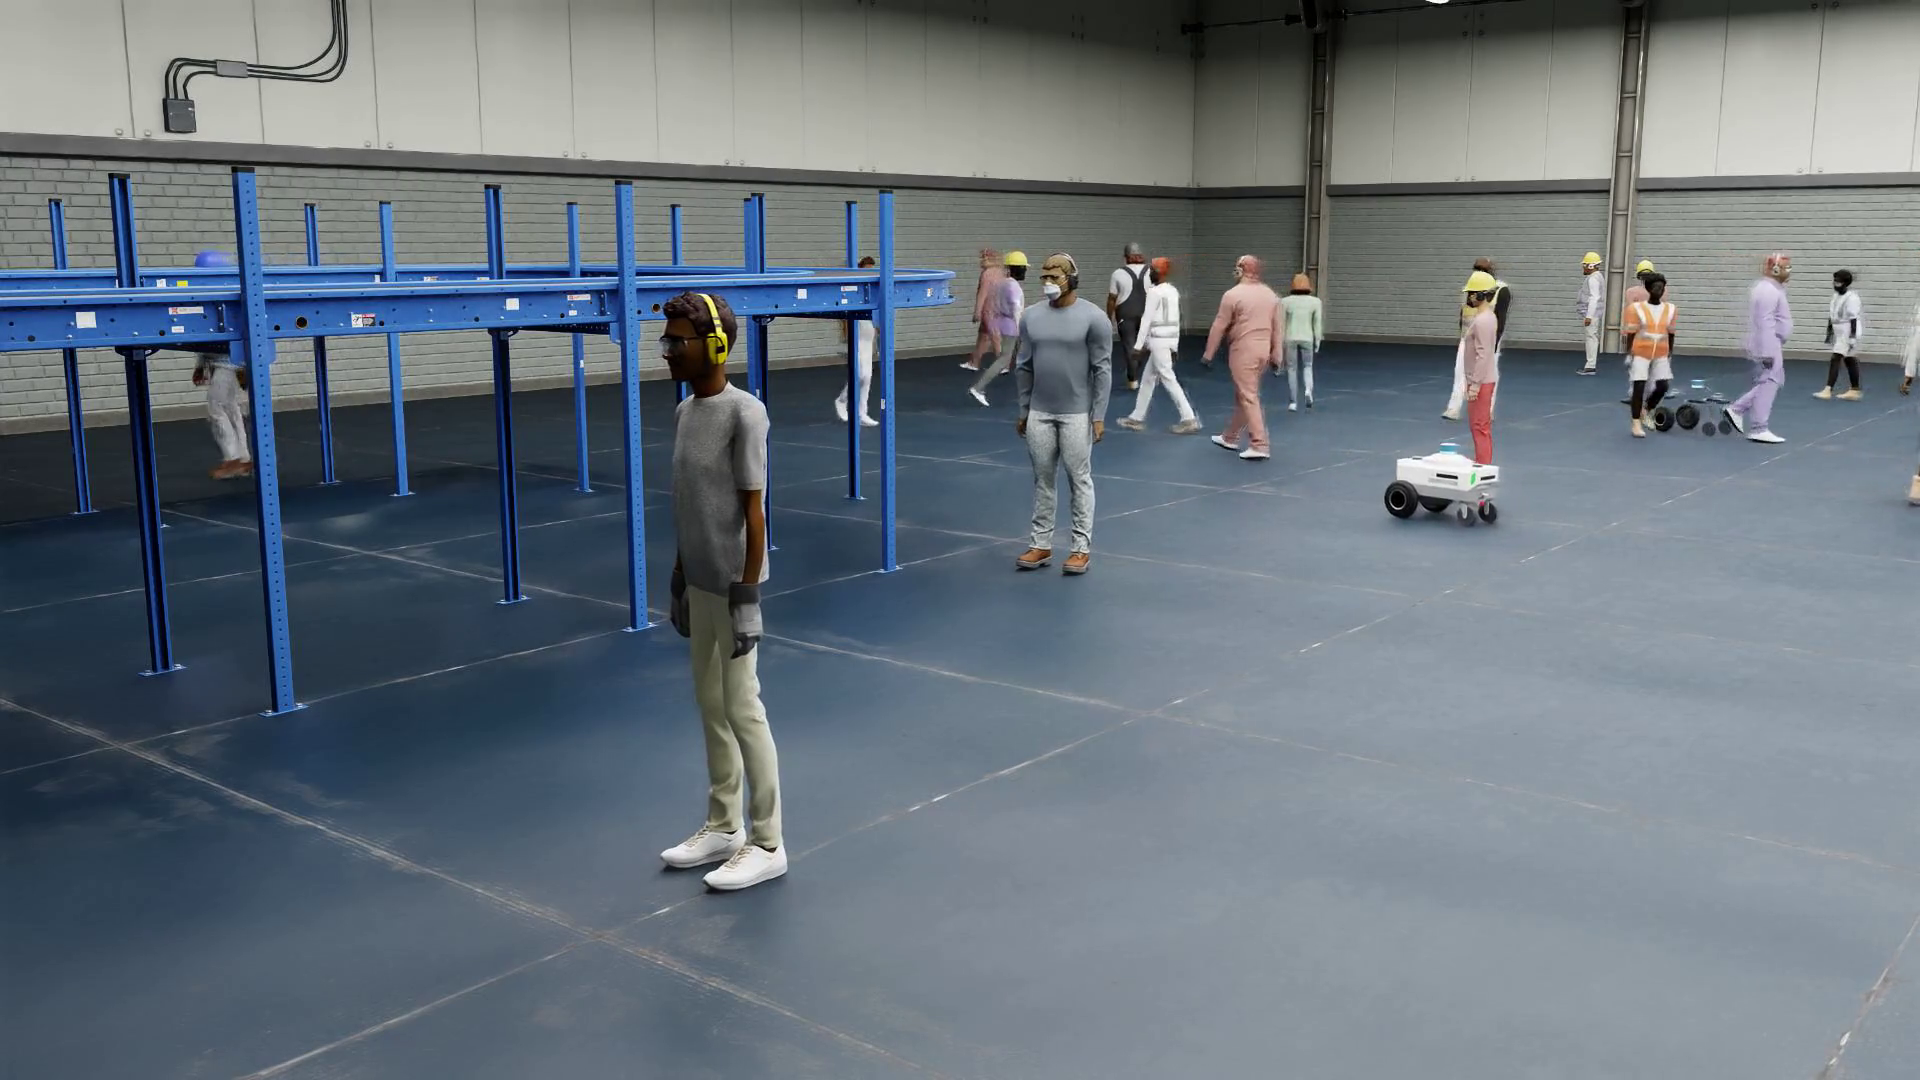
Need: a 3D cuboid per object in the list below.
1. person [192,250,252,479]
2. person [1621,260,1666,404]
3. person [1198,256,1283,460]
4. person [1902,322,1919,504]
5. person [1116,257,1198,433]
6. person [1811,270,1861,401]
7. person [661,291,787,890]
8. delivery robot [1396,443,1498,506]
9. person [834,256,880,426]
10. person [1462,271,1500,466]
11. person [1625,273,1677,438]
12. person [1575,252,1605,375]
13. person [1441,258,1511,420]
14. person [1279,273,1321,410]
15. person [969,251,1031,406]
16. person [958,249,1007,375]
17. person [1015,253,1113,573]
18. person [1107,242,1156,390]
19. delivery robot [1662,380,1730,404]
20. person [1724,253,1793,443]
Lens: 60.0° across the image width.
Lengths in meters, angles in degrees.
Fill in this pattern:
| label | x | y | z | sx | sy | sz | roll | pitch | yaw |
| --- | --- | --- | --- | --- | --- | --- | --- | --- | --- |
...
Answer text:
| label | x | y | z | sx | sy | sz | roll | pitch | yaw |
| --- | --- | --- | --- | --- | --- | --- | --- | --- | --- |
| person | -6.301 | -1.467 | 14.059 | 0.579 | 1.929 | 0.613 | -9 | 14 | -42 |
| person | 8.465 | -2.577 | 20.644 | 0.528 | 1.765 | 0.328 | -1 | 10 | -5 |
| person | 2.607 | -1.710 | 15.578 | 0.661 | 1.862 | 0.968 | -8 | 13 | -38 |
| person | 7.674 | -1.264 | 12.775 | 0.860 | 1.974 | 0.630 | -6 | 12 | -30 |
| person | 2.132 | -2.057 | 17.573 | 0.978 | 1.844 | 0.589 | 6 | 12 | 29 |
| person | 11.067 | -2.559 | 20.885 | 0.749 | 1.641 | 0.558 | 1 | 10 | 5 |
| person | -0.768 | 0.156 | 5.247 | 0.327 | 1.865 | 0.516 | -8 | 13 | -36 |
| delivery robot | 3.550 | -0.463 | 12.137 | 0.477 | 0.478 | 0.707 | -8 | 13 | -38 |
| person | -1.094 | -2.179 | 18.229 | 0.471 | 1.849 | 0.508 | 8 | 13 | 38 |
| person | 4.129 | -1.250 | 13.288 | 0.312 | 1.767 | 0.533 | 4 | 11 | 22 |
| person | 7.105 | -1.902 | 17.147 | 0.538 | 1.685 | 0.384 | 0 | 10 | 2 |
| person | 9.506 | -3.417 | 25.105 | 0.403 | 1.832 | 0.593 | 5 | 11 | 25 |
| person | 5.731 | -2.213 | 18.502 | 0.861 | 1.809 | 0.628 | -9 | 14 | -42 |
| person | 4.030 | -2.351 | 19.778 | 0.500 | 1.624 | 0.379 | 1 | 10 | 5 |
| person | 0.578 | -2.581 | 20.339 | 0.929 | 1.892 | 0.590 | 1 | 10 | 4 |
| person | 0.319 | -3.448 | 25.153 | 0.905 | 1.868 | 0.679 | 3 | 11 | 17 |
| person | 0.621 | -0.771 | 10.153 | 0.629 | 1.939 | 0.371 | 6 | 12 | 31 |
| person | 2.336 | -3.070 | 22.726 | 0.692 | 2.000 | 1.064 | -2 | 10 | -10 |
| delivery robot | 7.799 | -1.580 | 17.609 | 0.335 | 0.223 | 0.698 | -6 | 12 | -29 |
| person | 8.073 | -1.929 | 16.707 | 0.506 | 1.889 | 0.665 | 5 | 11 | 25 |
